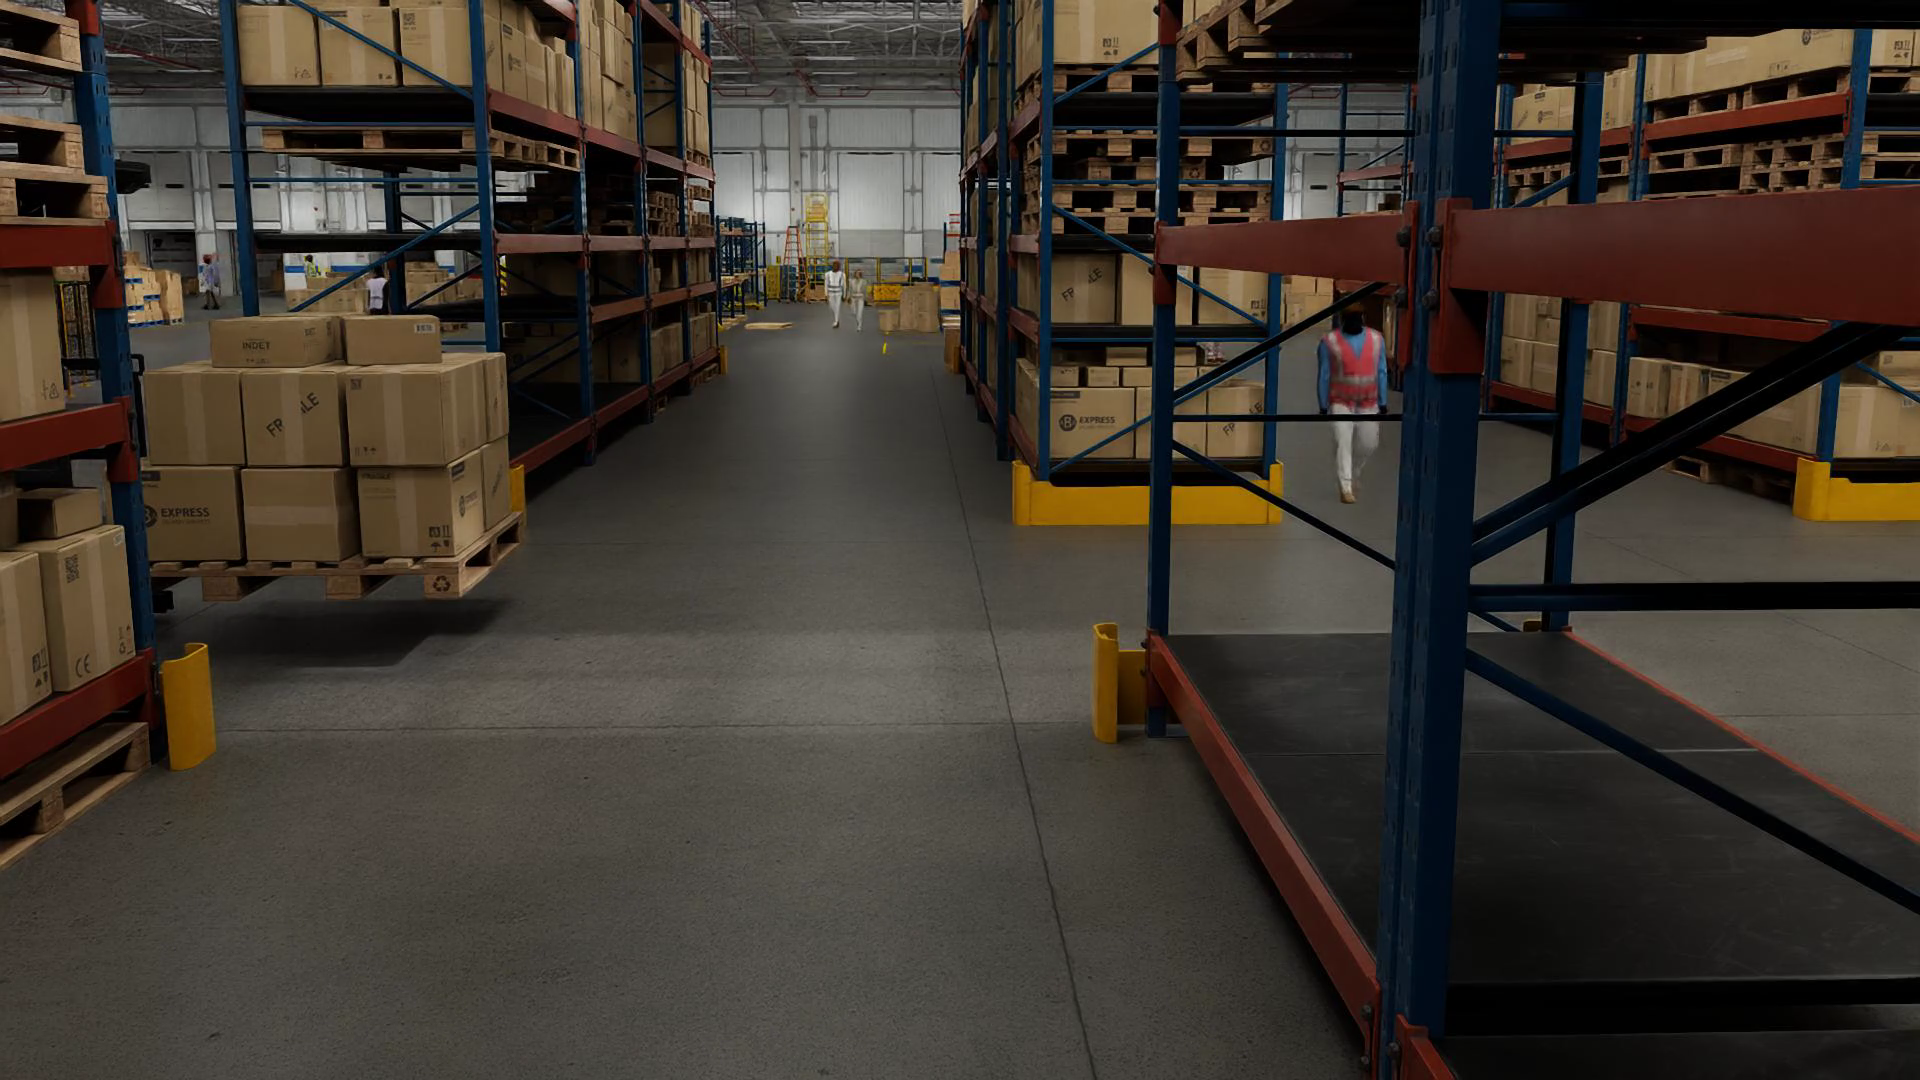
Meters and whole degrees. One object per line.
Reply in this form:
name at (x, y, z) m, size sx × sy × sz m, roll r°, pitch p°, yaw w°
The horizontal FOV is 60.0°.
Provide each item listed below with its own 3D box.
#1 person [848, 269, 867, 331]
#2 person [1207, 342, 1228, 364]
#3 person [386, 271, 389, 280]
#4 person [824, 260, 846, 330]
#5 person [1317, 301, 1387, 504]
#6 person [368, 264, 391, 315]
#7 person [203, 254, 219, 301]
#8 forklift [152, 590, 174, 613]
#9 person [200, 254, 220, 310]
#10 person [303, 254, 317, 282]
person at (-2.689, -6.342, 43.935) m, size 0.518 × 1.620 × 0.577 m, roll 2°, pitch 10°, yaw 14°
person at (4.983, -4.374, 31.972) m, size 0.392 × 1.990 × 0.611 m, roll 9°, pitch 13°, yaw 41°
person at (-18.766, -8.390, 55.189) m, size 0.321 × 1.690 × 0.533 m, roll 8°, pitch 13°, yaw 37°
person at (-3.339, -6.590, 44.664) m, size 0.595 × 1.866 × 0.695 m, roll 1°, pitch 10°, yaw 7°
person at (3.529, -1.253, 15.022) m, size 0.649 × 1.831 × 0.532 m, roll -1°, pitch 10°, yaw -5°
person at (-11.989, -4.771, 34.394) m, size 0.597 × 1.919 × 0.382 m, roll 6°, pitch 12°, yaw 30°
person at (-29.603, -10.359, 65.721) m, size 0.430 × 1.845 × 0.619 m, roll 8°, pitch 13°, yaw 39°
forklift at (-5.858, -0.811, 9.639) m, size 1.873 × 2.768 × 1.129 m, roll -1°, pitch 10°, yaw -3°
person at (-25.983, -8.884, 57.332) m, size 0.555 × 1.903 × 0.860 m, roll 10°, pitch 14°, yaw 43°
person at (-25.312, -10.204, 64.861) m, size 0.429 × 1.842 × 0.633 m, roll 1°, pitch 10°, yaw 7°
